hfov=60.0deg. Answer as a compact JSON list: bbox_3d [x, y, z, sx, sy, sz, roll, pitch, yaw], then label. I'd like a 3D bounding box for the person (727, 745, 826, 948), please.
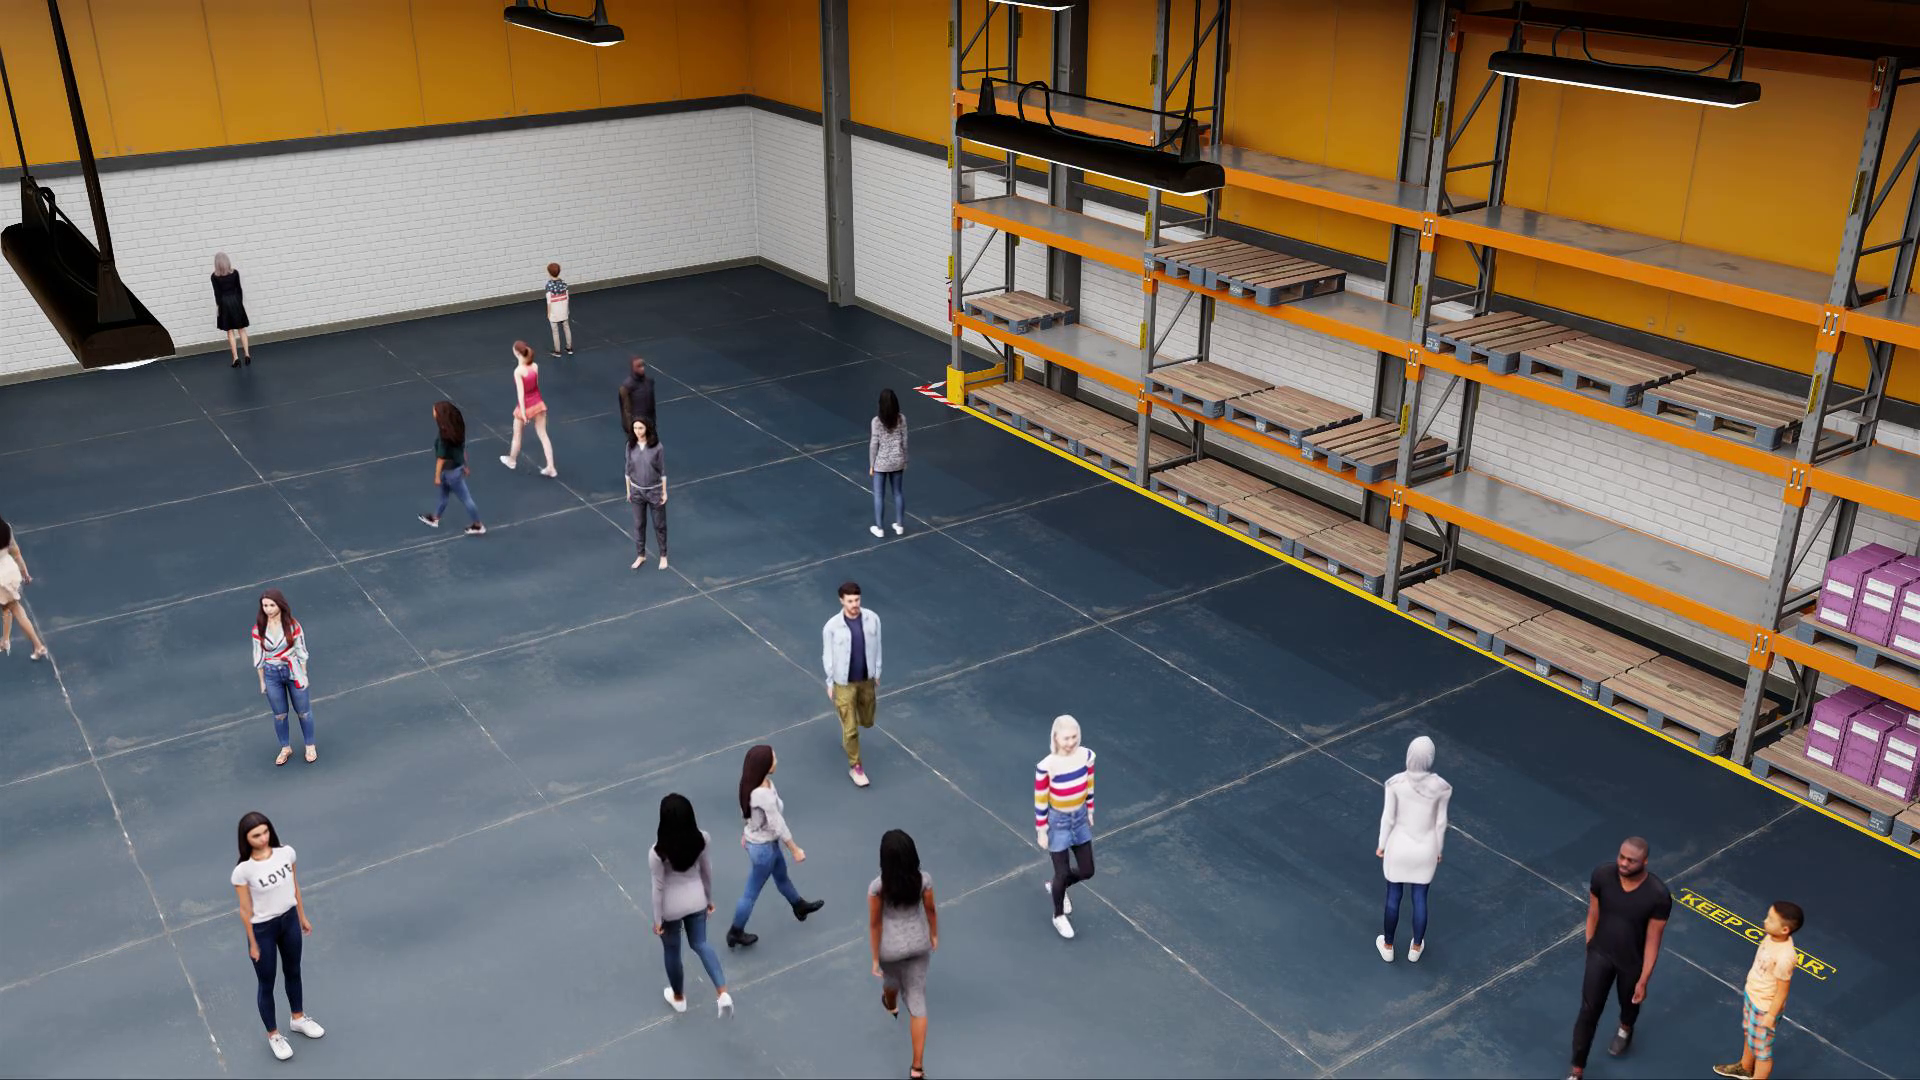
[{"bbox_3d":[-1.493,2.243,11.919,0.829,1.586,1.007,-10,25,-21],"label":"person"}]

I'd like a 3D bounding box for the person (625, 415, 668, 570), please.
[{"bbox_3d":[-3.390,-0.533,18.047,0.674,1.763,0.710,1,24,3],"label":"person"}]

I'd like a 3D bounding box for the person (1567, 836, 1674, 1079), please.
[{"bbox_3d":[4.286,2.676,10.695,1.220,1.773,0.973,18,29,35],"label":"person"}]

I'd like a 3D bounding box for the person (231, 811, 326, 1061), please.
[{"bbox_3d":[-4.520,2.569,10.938,0.633,1.774,0.656,15,28,31],"label":"person"}]

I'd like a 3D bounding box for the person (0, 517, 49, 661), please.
[{"bbox_3d":[-9.077,0.413,15.949,0.959,1.711,0.900,4,24,9],"label":"person"}]

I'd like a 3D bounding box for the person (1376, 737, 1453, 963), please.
[{"bbox_3d":[3.196,2.197,11.785,0.685,1.776,0.746,4,24,9],"label":"person"}]

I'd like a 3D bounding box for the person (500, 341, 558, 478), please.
[{"bbox_3d":[-5.241,-1.588,20.523,1.145,1.714,0.784,17,29,34],"label":"person"}]

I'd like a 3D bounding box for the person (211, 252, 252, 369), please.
[{"bbox_3d":[-10.822,-3.426,24.686,0.624,1.747,0.601,-21,31,-39],"label":"person"}]

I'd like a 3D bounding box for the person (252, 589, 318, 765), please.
[{"bbox_3d":[-5.828,1.165,14.349,0.656,1.614,0.637,-5,24,-12],"label":"person"}]

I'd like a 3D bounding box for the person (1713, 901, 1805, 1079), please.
[{"bbox_3d":[5.116,2.911,10.545,0.659,1.461,0.599,4,24,9],"label":"person"}]

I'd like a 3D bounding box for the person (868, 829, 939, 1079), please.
[{"bbox_3d":[-0.344,2.720,10.660,0.938,1.721,1.229,-4,24,-9],"label":"person"}]

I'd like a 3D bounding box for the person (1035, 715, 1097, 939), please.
[{"bbox_3d":[0.735,2.037,12.124,0.699,1.798,0.726,-12,26,-25],"label":"person"}]

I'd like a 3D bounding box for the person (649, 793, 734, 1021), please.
[{"bbox_3d":[-1.809,2.511,11.142,0.635,1.716,0.939,-18,29,-35],"label":"person"}]

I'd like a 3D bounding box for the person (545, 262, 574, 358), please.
[{"bbox_3d":[-6.109,-3.518,25.280,0.535,1.440,0.512,-20,30,-37],"label":"person"}]

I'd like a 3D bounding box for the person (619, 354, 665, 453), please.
[{"bbox_3d":[-3.888,-1.383,19.921,0.812,1.819,0.803,16,28,33],"label":"person"}]

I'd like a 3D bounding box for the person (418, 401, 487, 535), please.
[{"bbox_3d":[-5.663,-0.783,18.846,1.073,1.582,1.041,3,24,7],"label":"person"}]

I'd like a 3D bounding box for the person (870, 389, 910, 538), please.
[{"bbox_3d":[-0.810,-0.878,18.877,0.653,1.731,0.586,-11,26,-23],"label":"person"}]

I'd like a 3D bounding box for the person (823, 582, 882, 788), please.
[{"bbox_3d":[-0.928,1.168,14.118,0.795,1.794,1.043,-10,26,-22],"label":"person"}]
